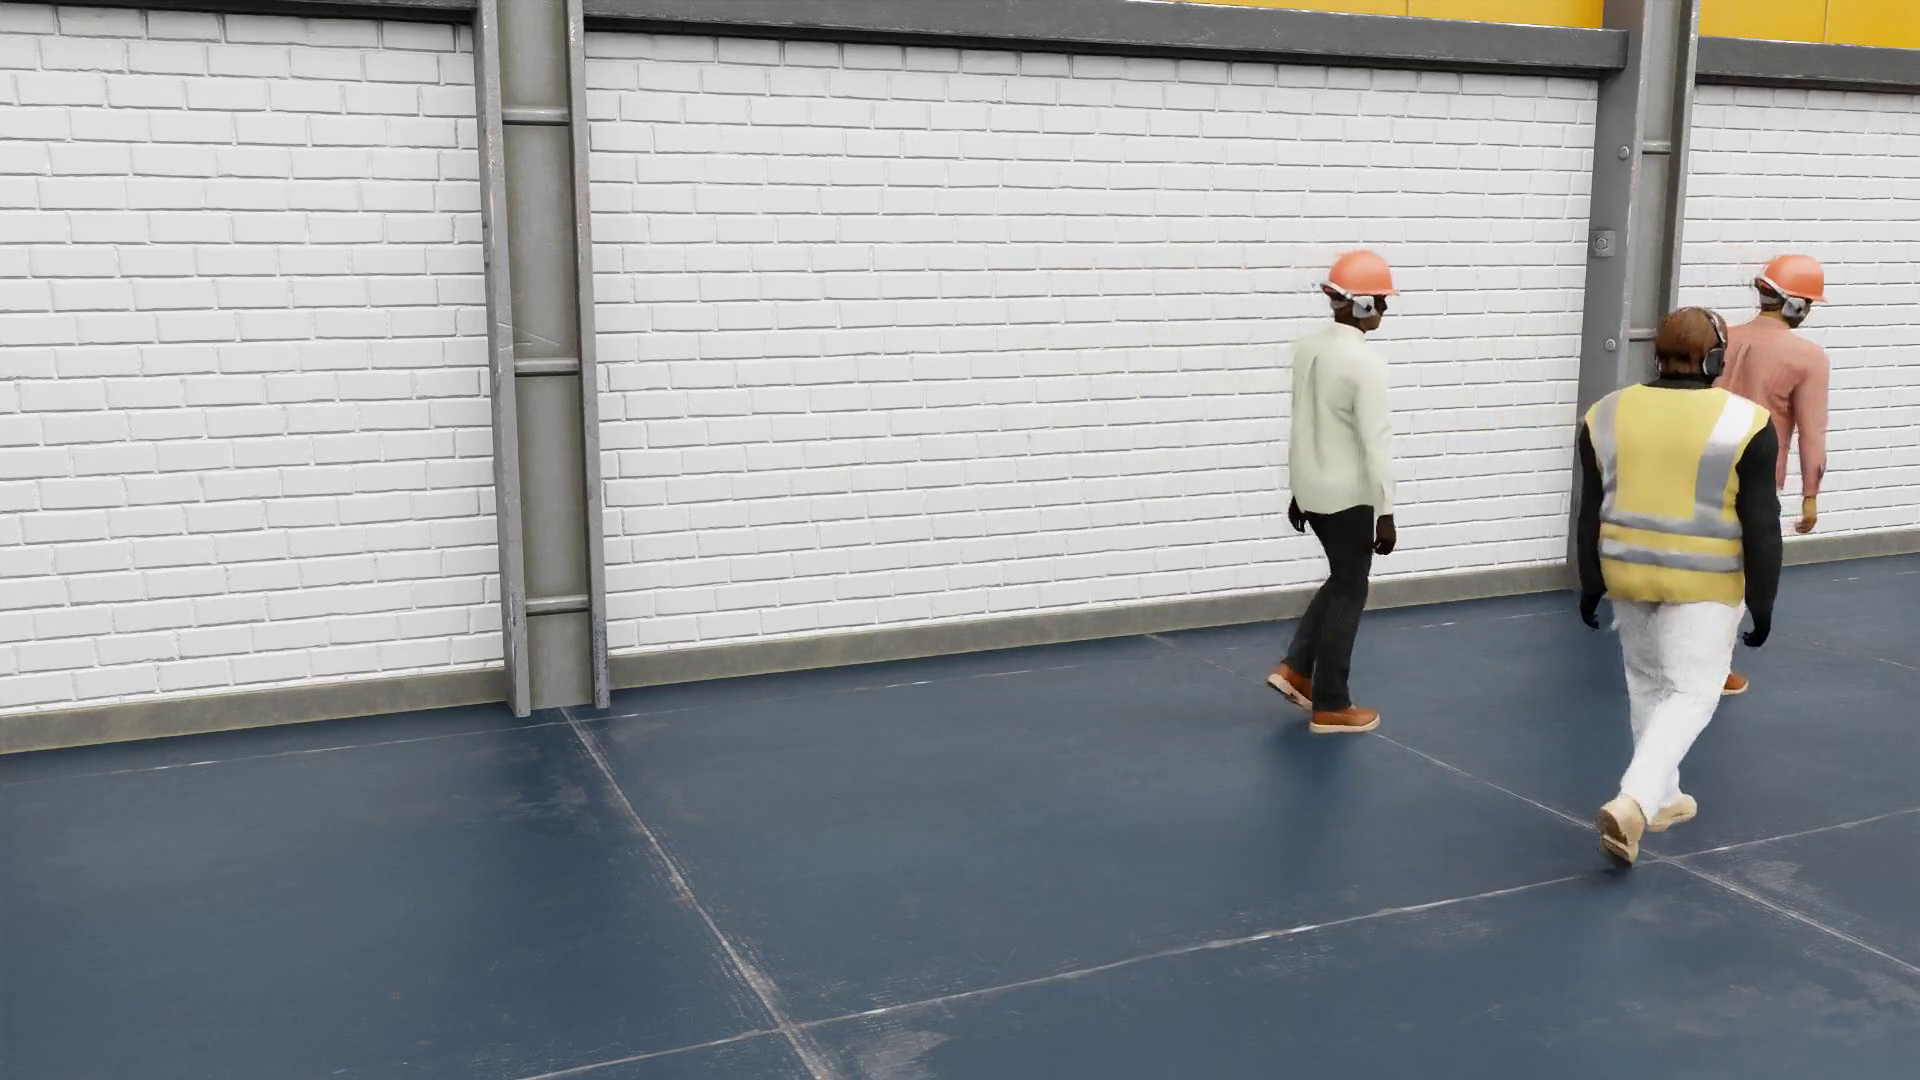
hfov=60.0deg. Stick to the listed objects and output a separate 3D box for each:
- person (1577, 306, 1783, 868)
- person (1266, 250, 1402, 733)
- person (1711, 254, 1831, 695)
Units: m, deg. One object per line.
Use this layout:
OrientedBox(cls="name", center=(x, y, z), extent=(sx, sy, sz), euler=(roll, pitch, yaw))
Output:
OrientedBox(cls="person", center=(2.305, 0.150, 5.415), extent=(0.842, 1.814, 0.632), euler=(-10, 14, -43))
OrientedBox(cls="person", center=(1.572, -0.180, 6.764), extent=(0.441, 1.974, 0.643), euler=(-3, 11, -17))
OrientedBox(cls="person", center=(3.487, -0.270, 7.325), extent=(0.516, 1.956, 0.647), euler=(-6, 12, -29))
